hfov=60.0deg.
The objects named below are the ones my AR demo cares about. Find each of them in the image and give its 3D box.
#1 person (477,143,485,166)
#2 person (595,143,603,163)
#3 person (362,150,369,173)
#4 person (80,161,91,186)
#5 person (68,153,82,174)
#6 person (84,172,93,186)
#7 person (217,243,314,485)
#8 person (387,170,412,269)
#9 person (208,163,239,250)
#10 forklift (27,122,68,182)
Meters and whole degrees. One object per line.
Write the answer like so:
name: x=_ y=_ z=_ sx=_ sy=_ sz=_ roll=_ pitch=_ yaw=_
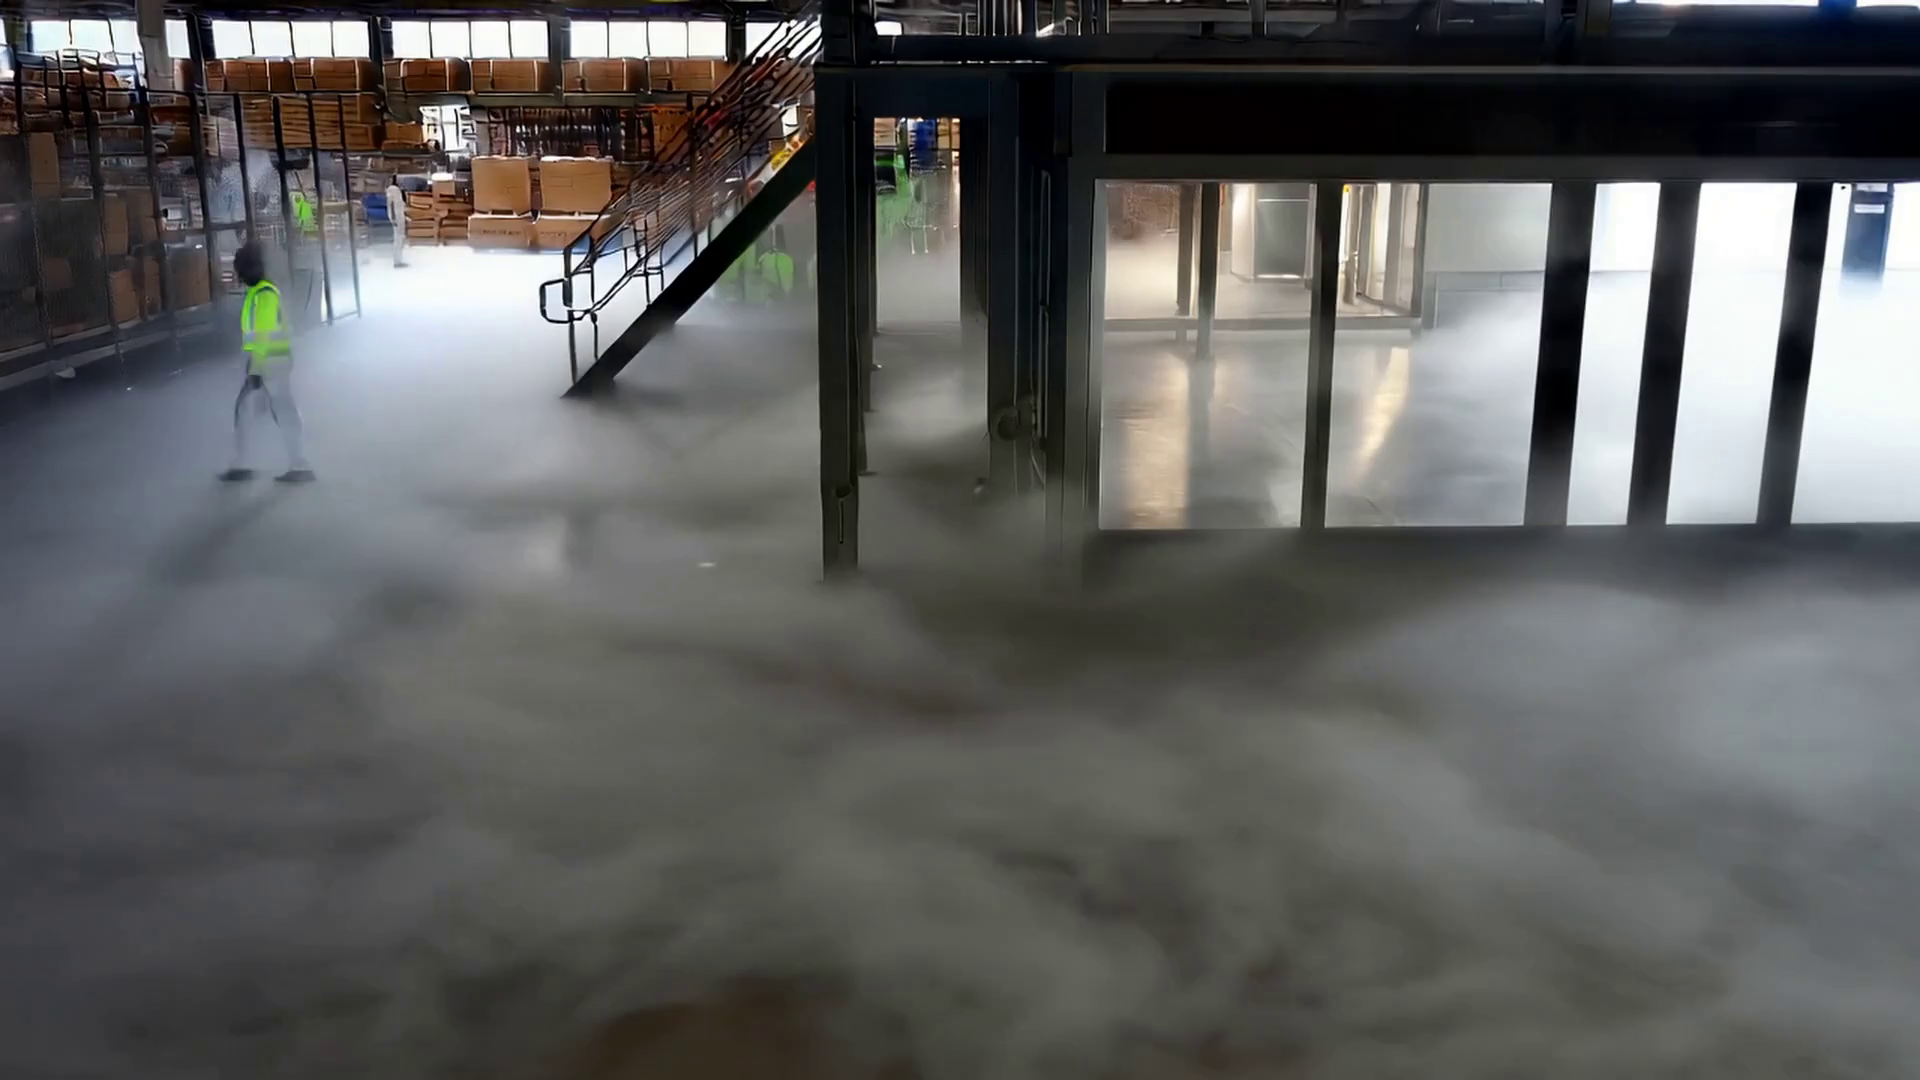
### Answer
person: x=-24.024 y=-18.987 z=83.454 sx=0.945 sy=1.784 sz=0.612 roll=-2 pitch=14 yaw=-9
person: x=-16.052 y=-16.717 z=74.104 sx=0.413 sy=1.914 sz=0.699 roll=-2 pitch=14 yaw=-9
person: x=-24.204 y=-14.979 z=67.540 sx=0.884 sy=1.724 sz=0.517 roll=-5 pitch=15 yaw=-20
person: x=-19.928 y=-7.680 z=37.969 sx=0.682 sy=1.925 sz=0.543 roll=-2 pitch=14 yaw=-10
person: x=-33.849 y=-13.960 z=63.591 sx=0.546 sy=1.649 sz=0.850 roll=-1 pitch=14 yaw=-6
person: x=-16.072 y=-5.876 z=30.880 sx=0.315 sy=1.865 sz=0.526 roll=-1 pitch=14 yaw=-5
person: x=-5.380 y=-1.305 z=12.632 sx=0.810 sy=1.854 sz=0.582 roll=-9 pitch=17 yaw=-32
person: x=-10.824 y=-6.172 z=32.053 sx=0.328 sy=1.872 sz=0.513 roll=-3 pitch=14 yaw=-10
person: x=-16.116 y=-7.259 z=36.331 sx=0.608 sy=1.908 sz=1.044 roll=1 pitch=14 yaw=5
forklift: x=-35.376 y=-14.773 z=64.377 sx=1.129 sy=2.768 sz=1.873 roll=-1 pitch=14 yaw=-2
